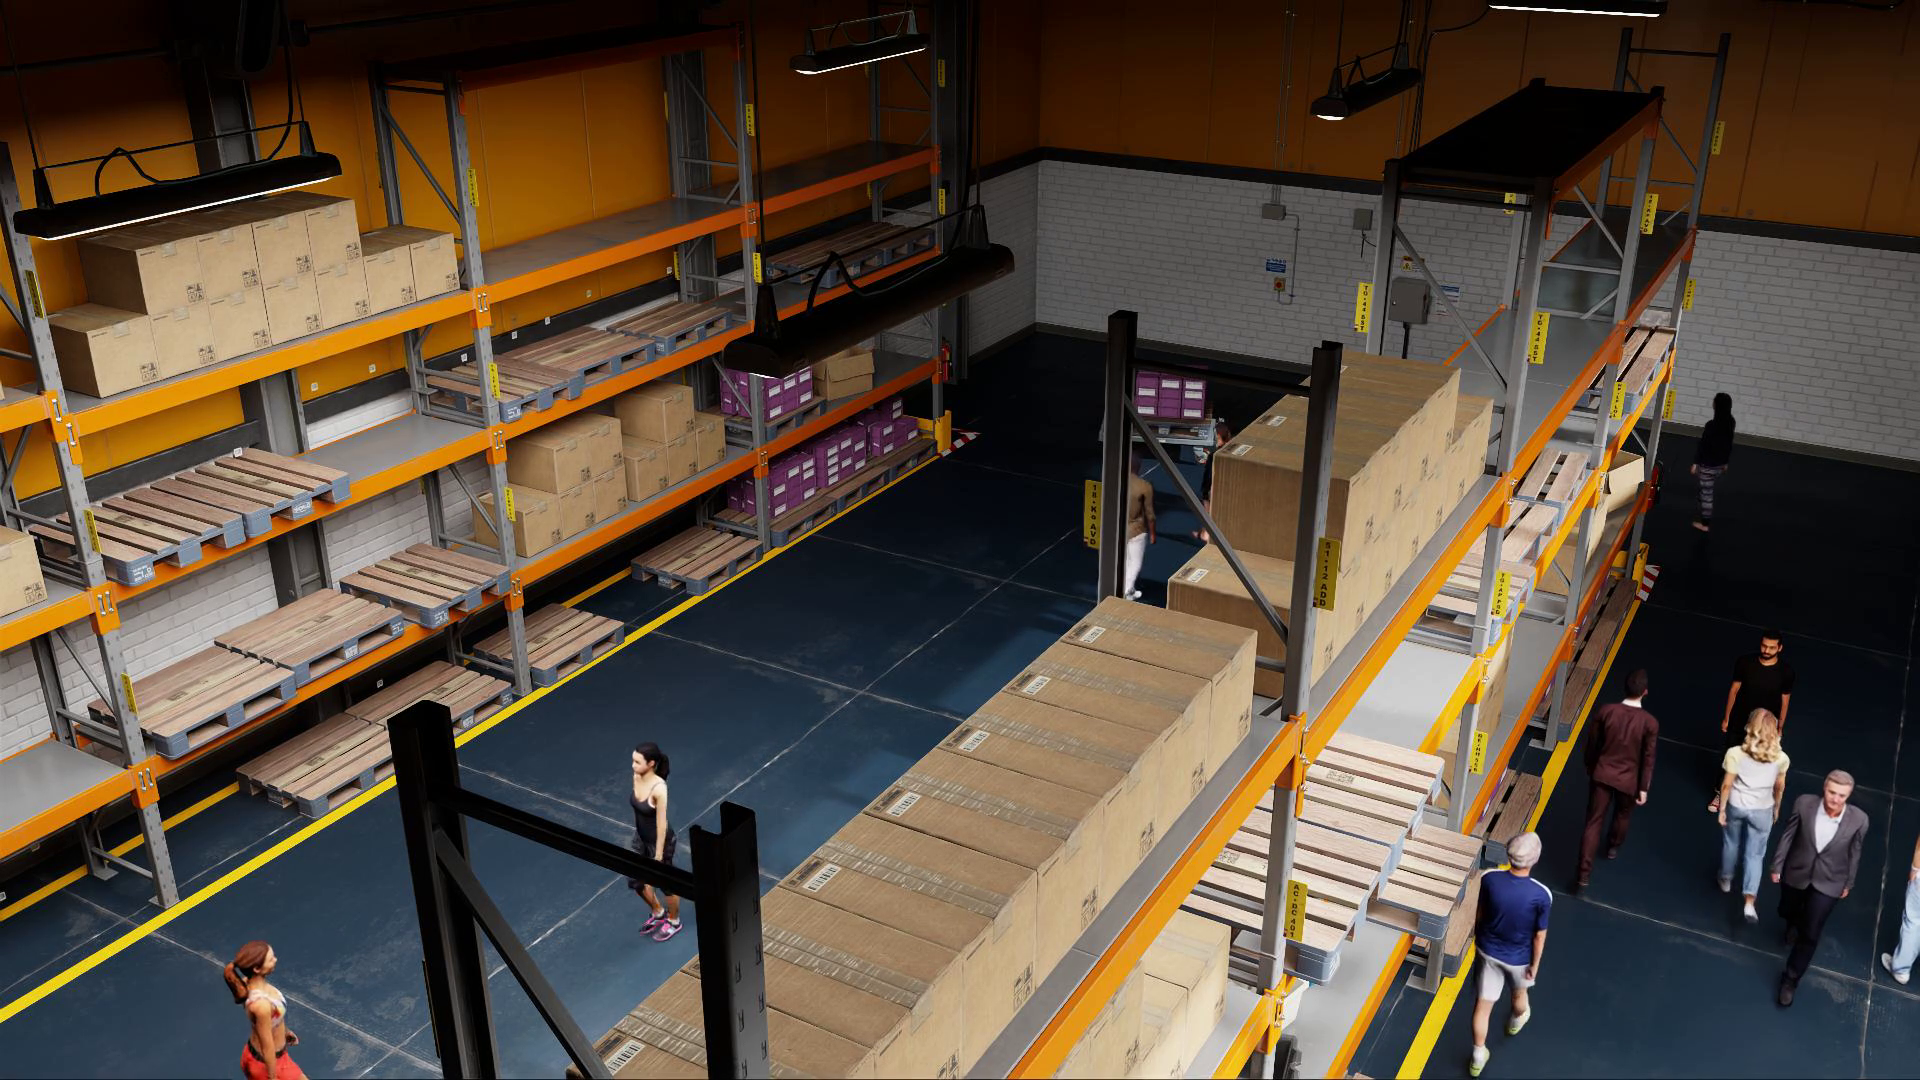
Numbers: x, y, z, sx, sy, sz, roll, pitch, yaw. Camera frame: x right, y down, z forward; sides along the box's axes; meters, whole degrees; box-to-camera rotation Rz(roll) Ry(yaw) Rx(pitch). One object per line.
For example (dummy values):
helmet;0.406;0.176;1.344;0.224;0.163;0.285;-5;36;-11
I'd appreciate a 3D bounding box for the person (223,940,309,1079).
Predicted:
person;-4.338;3.264;10.234;1.086;1.759;0.811;-18;30;-36

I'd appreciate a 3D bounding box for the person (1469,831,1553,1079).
person;3.641;2.822;11.190;0.663;1.805;1.026;11;26;24

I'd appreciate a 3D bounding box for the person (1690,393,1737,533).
person;9.032;-0.903;19.808;0.720;1.727;0.804;-11;26;-23

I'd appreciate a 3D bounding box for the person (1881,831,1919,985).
person;7.140;2.413;12.055;0.737;1.861;0.679;5;24;10

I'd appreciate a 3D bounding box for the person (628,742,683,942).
person;-2.221;2.263;12.580;0.622;1.716;0.666;21;31;39

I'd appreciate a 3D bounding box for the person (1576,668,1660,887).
person;5.187;1.924;13.212;0.678;1.830;1.188;13;27;27

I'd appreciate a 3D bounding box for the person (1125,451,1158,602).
person;1.794;-0.045;17.759;0.798;1.797;1.100;17;29;34

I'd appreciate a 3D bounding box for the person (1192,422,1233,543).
person;3.069;-0.613;19.390;1.033;1.531;0.877;-17;29;-33

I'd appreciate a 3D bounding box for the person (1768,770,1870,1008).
person;6.213;2.427;12.100;0.755;1.799;1.171;15;28;31

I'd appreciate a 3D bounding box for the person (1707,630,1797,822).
person;6.758;1.551;14.155;0.631;1.757;0.537;12;26;25

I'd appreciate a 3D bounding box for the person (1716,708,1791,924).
person;6.132;2.145;12.871;0.770;1.697;1.136;10;26;22
